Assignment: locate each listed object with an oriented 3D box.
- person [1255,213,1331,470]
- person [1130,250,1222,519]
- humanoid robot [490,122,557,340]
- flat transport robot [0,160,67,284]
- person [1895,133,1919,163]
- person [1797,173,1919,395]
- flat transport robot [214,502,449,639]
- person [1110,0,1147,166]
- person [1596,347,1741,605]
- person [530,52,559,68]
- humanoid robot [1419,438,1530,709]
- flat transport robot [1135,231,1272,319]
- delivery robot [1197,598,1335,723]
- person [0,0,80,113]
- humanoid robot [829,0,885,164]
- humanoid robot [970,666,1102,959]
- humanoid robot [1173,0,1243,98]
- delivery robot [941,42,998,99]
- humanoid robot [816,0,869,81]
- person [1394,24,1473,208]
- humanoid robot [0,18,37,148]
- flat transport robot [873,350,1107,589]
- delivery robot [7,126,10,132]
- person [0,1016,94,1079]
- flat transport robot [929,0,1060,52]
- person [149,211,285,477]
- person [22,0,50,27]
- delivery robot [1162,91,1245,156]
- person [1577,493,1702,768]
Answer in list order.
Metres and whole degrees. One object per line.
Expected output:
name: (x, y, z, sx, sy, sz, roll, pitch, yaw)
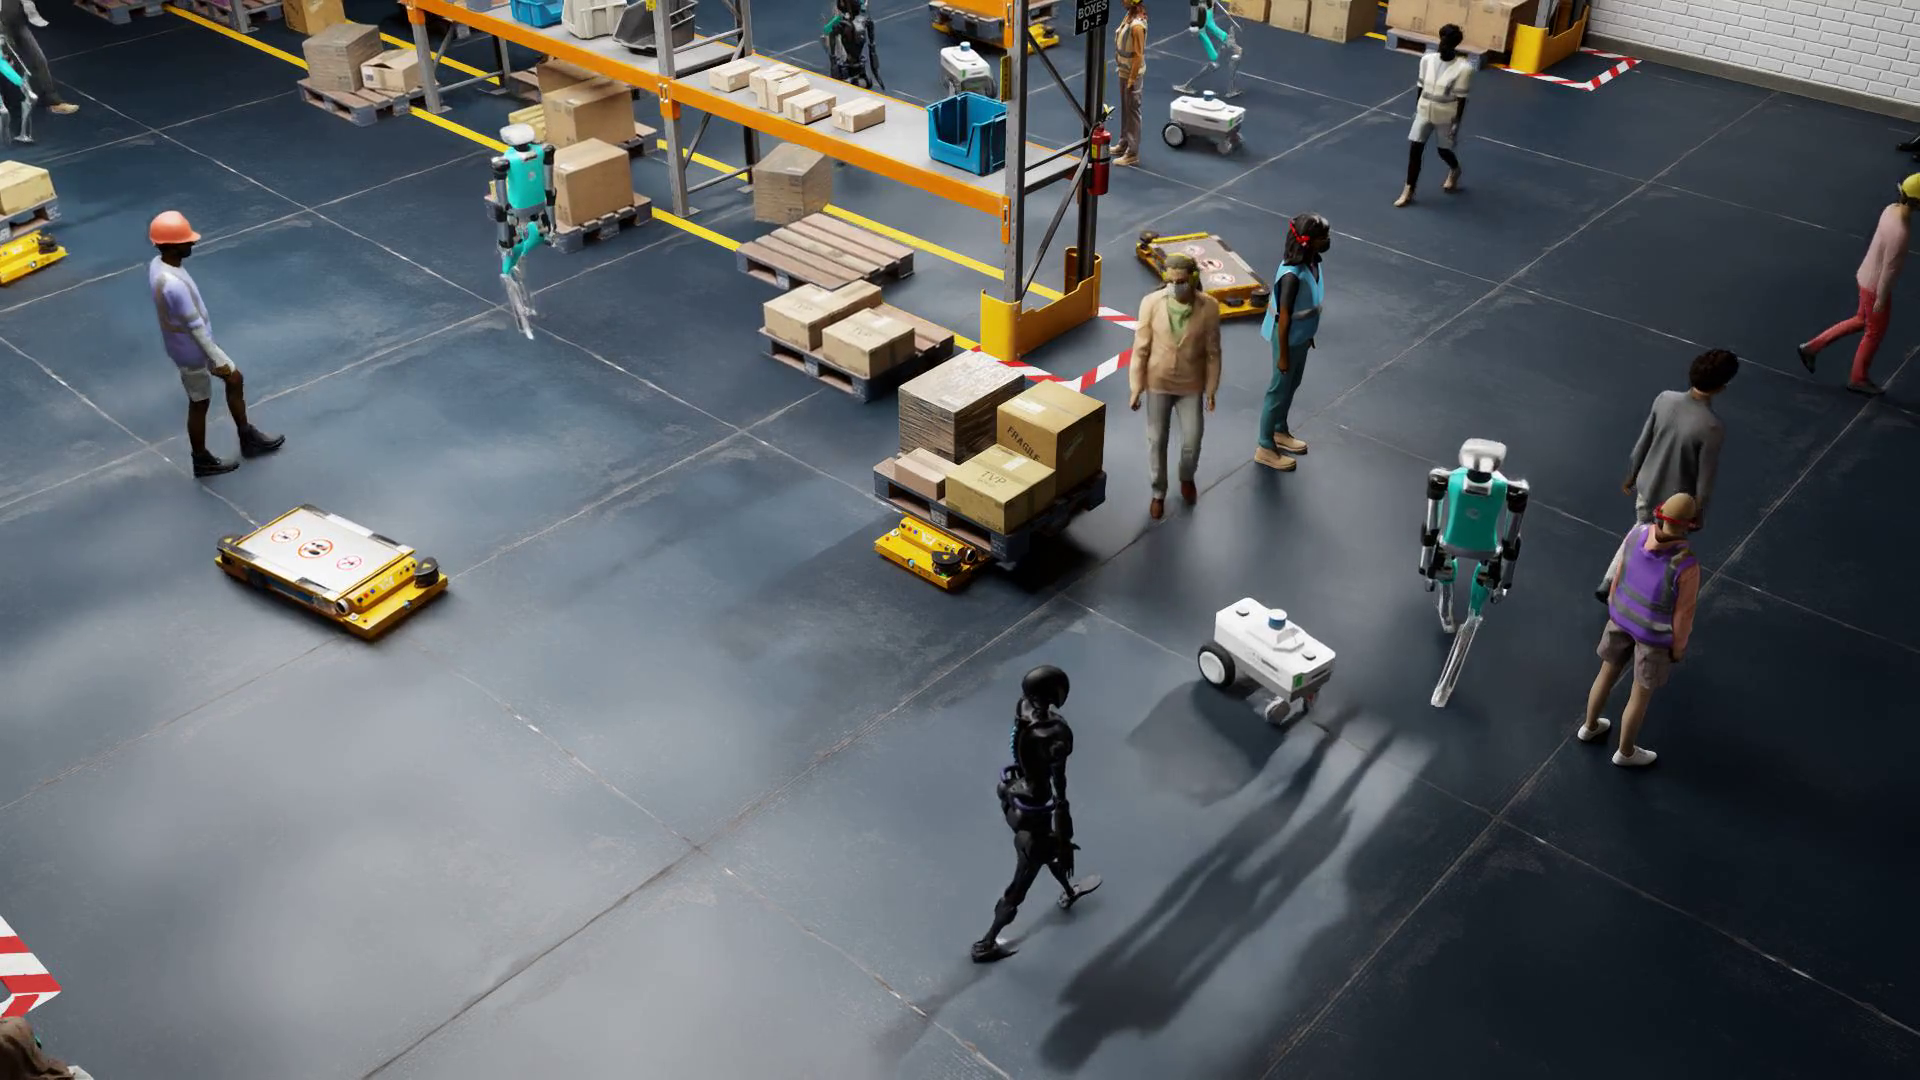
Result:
person: (2.268, -1.362, 11.390, 0.390, 1.860, 0.509, 20, 40, 27)
person: (1.406, -1.028, 10.896, 0.588, 1.858, 0.491, 5, 35, 7)
humanoid robot: (-3.516, -2.474, 13.118, 0.802, 1.795, 0.532, 29, 44, 35)
flat transport robot: (-8.600, -2.575, 14.541, 1.431, 0.231, 0.659, 16, 38, 22)
person: (9.553, -4.603, 16.011, 0.375, 1.938, 0.545, 1, 35, 1)
person: (6.723, -1.899, 12.248, 0.581, 1.744, 0.534, 10, 36, 14)
flat transport robot: (-4.009, 0.167, 10.568, 1.431, 0.231, 0.659, 20, 39, 26)
person: (1.622, -4.495, 15.994, 0.310, 1.778, 0.463, -4, 35, -6)
person: (4.184, -0.295, 9.815, 0.459, 1.881, 0.558, -20, 39, -26)
person: (-4.709, -6.085, 18.320, 0.341, 1.747, 0.570, 0, 35, 1)
humanoid robot: (2.913, 0.029, 9.500, 0.557, 1.755, 1.020, 13, 37, 18)
flat transport robot: (2.057, -2.268, 14.096, 0.659, 0.231, 1.431, -10, 36, -14)
delivery robot: (1.768, 0.661, 9.618, 0.526, 0.614, 0.785, -24, 41, -30)
person: (-9.787, -5.211, 17.014, 0.856, 1.809, 0.560, 4, 35, 6)
humanoid robot: (-1.013, -4.466, 16.049, 0.601, 1.649, 0.329, -27, 43, -33)
humanoid robot: (0.385, 1.248, 7.789, 0.757, 1.625, 0.603, -11, 36, -16)
humanoid robot: (2.741, -5.489, 17.491, 0.913, 1.770, 0.530, 14, 37, 19)
delivery robot: (0.062, -5.022, 17.840, 0.499, 0.601, 0.802, -12, 36, -17)
humanoid robot: (-1.275, -5.865, 17.986, 0.745, 1.741, 0.531, 17, 38, 23)
person: (4.402, -3.916, 15.249, 0.540, 1.671, 0.779, 29, 44, 35)
humanoid robot: (-9.484, -4.712, 16.373, 0.736, 1.812, 0.551, 22, 40, 28)
flat transport robot: (0.158, -0.172, 11.059, 0.659, 0.231, 1.431, 27, 43, 33)
delivery robot: (-10.097, -4.412, 16.968, 0.499, 0.614, 0.808, -26, 42, -32)
person: (-3.290, 2.364, 6.157, 0.489, 1.660, 0.339, -15, 37, -20)
flat transport robot: (0.405, -6.002, 19.506, 1.431, 0.231, 0.659, 29, 44, 35)
person: (-5.091, -1.329, 11.292, 0.766, 1.906, 0.555, -15, 37, -20)
person: (-11.257, -7.033, 19.574, 0.730, 1.881, 0.655, 15, 37, 21)
delivery robot: (2.437, -4.187, 16.641, 0.797, 0.614, 0.499, 20, 39, 26)
person: (3.646, 0.475, 8.865, 0.349, 1.694, 0.492, -18, 38, -24)
